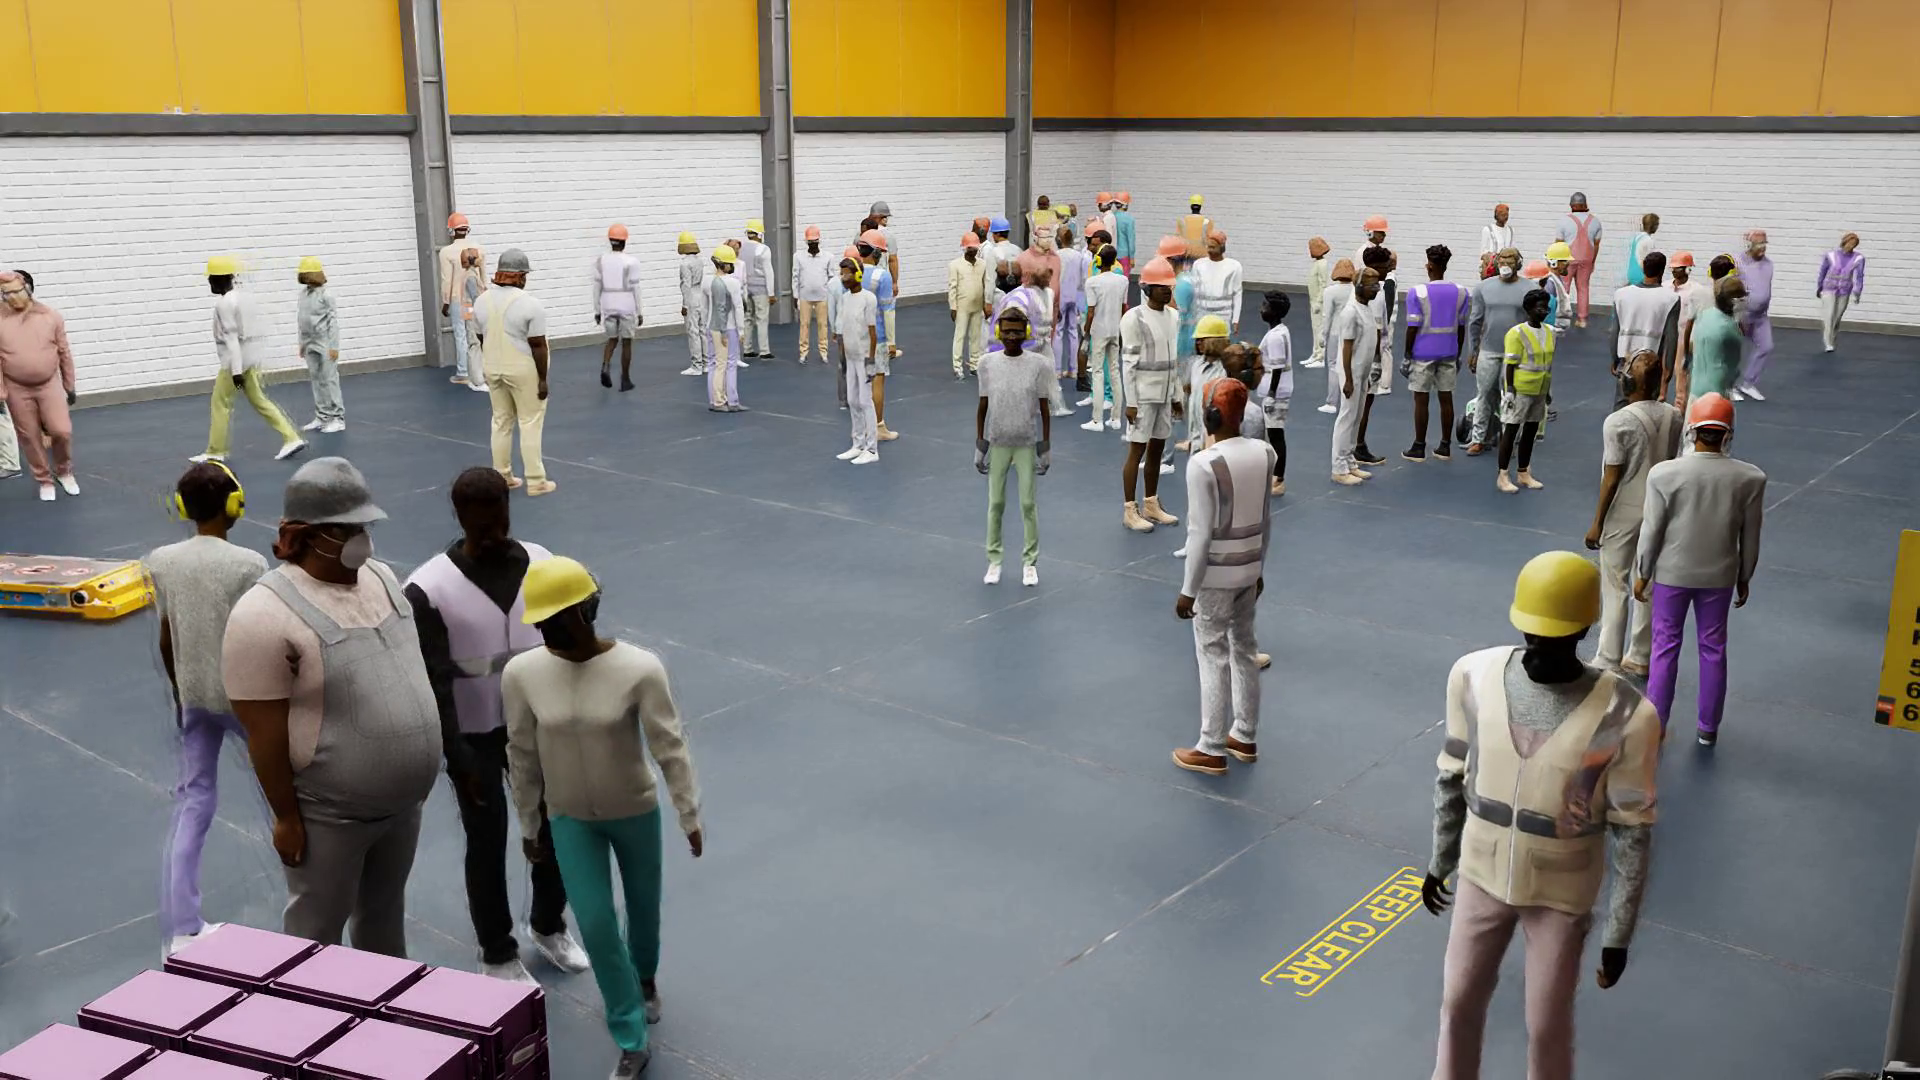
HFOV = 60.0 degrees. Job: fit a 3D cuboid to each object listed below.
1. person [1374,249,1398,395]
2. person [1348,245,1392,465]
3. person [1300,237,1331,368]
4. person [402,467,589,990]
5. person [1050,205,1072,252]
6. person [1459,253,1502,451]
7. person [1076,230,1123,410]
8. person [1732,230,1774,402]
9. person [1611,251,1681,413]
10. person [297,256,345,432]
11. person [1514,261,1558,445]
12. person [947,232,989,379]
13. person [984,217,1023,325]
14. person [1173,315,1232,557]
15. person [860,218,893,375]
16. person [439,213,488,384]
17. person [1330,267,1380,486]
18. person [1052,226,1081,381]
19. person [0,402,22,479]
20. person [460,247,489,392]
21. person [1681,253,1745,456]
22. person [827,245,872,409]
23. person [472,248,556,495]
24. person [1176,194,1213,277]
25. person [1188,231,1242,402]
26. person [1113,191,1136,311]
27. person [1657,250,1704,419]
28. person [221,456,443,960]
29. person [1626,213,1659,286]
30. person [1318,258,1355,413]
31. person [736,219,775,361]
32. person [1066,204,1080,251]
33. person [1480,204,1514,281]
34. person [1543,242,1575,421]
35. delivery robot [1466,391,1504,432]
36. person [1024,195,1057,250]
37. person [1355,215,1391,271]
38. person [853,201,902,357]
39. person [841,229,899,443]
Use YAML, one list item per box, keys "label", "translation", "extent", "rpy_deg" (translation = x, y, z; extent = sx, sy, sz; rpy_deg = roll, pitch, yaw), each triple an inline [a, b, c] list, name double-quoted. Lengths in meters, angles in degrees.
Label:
- label: "person"
  translation: [4.791, -2.466, 18.833]
  extent: [0.305, 1.643, 0.522]
  rpy_deg: [1, 14, 4]
- label: "person"
  translation: [3.665, -1.666, 14.980]
  extent: [0.362, 1.963, 0.613]
  rpy_deg: [-2, 14, -6]
- label: "person"
  translation: [4.491, -2.989, 20.945]
  extent: [0.279, 1.633, 0.497]
  rpy_deg: [1, 14, 2]
- label: "person"
  translation: [-1.594, 0.669, 5.772]
  extent: [0.468, 1.899, 0.595]
  rpy_deg: [13, 19, 43]
- label: "person"
  translation: [1.627, -4.492, 26.721]
  extent: [0.581, 1.733, 0.543]
  rpy_deg: [0, 14, 1]
- label: "person"
  translation: [4.964, -1.754, 15.579]
  extent: [0.390, 1.846, 0.564]
  rpy_deg: [9, 16, 31]
- label: "person"
  translation: [1.533, -2.360, 17.853]
  extent: [0.392, 1.919, 0.590]
  rpy_deg: [-8, 16, -28]
- label: "person"
  translation: [8.691, -2.447, 18.252]
  extent: [0.681, 1.887, 0.572]
  rpy_deg: [-5, 15, -19]
- label: "person"
  translation: [6.099, -1.610, 14.878]
  extent: [0.586, 1.913, 0.394]
  rpy_deg: [11, 18, 38]
- label: "person"
  translation: [-6.388, -1.942, 16.548]
  extent: [0.532, 1.740, 0.307]
  rpy_deg: [8, 16, 28]
- label: "person"
  translation: [5.457, -1.781, 15.880]
  extent: [0.347, 1.748, 0.565]
  rpy_deg: [12, 18, 40]
- label: "person"
  translation: [0.119, -2.818, 20.018]
  extent: [0.567, 1.749, 0.334]
  rpy_deg: [-9, 17, -33]
- label: "person"
  translation: [0.509, -2.885, 19.919]
  extent: [0.418, 1.938, 0.610]
  rpy_deg: [12, 19, 40]
- label: "person"
  translation: [1.726, -0.685, 11.513]
  extent: [0.315, 1.743, 0.487]
  rpy_deg: [-7, 16, -28]
- label: "person"
  translation: [-1.043, -2.958, 20.271]
  extent: [0.397, 1.911, 0.579]
  rpy_deg: [-7, 15, -24]
- label: "person"
  translation: [-5.850, -2.846, 19.639]
  extent: [0.375, 1.995, 0.610]
  rpy_deg: [11, 18, 38]
- label: "person"
  translation: [3.371, -1.393, 14.139]
  extent: [0.325, 1.843, 0.517]
  rpy_deg: [8, 16, 30]
- label: "person"
  translation: [1.248, -2.825, 19.887]
  extent: [0.511, 1.836, 0.357]
  rpy_deg: [-8, 16, -29]
- label: "person"
  translation: [-8.421, -1.398, 14.375]
  extent: [0.573, 1.738, 0.352]
  rpy_deg: [13, 19, 42]
- label: "person"
  translation: [-5.560, -2.522, 19.058]
  extent: [0.307, 1.645, 0.514]
  rpy_deg: [-6, 15, -23]
- label: "person"
  translation: [6.864, -1.667, 15.192]
  extent: [0.518, 1.866, 0.323]
  rpy_deg: [12, 18, 40]
- label: "person"
  translation: [-1.131, -2.268, 17.820]
  extent: [0.559, 1.752, 0.325]
  rpy_deg: [4, 15, 15]
- label: "person"
  translation: [-3.643, -1.398, 13.759]
  extent: [0.684, 2.000, 0.536]
  rpy_deg: [6, 15, 24]
- label: "person"
  translation: [3.744, -4.551, 26.616]
  extent: [0.589, 1.918, 0.403]
  rpy_deg: [3, 14, 11]
- label: "person"
  translation: [2.789, -2.434, 18.218]
  extent: [0.574, 1.884, 0.357]
  rpy_deg: [6, 15, 24]
- label: "person"
  translation: [2.509, -4.457, 26.074]
  extent: [0.390, 1.995, 0.613]
  rpy_deg: [-13, 19, -42]
- label: "person"
  translation: [7.382, -2.112, 17.195]
  extent: [0.327, 1.752, 0.563]
  rpy_deg: [-9, 17, -32]
- label: "person"
  translation: [-1.877, 0.741, 5.215]
  extent: [0.536, 2.000, 0.676]
  rpy_deg: [5, 15, 19]
- label: "person"
  translation: [9.390, -3.568, 22.860]
  extent: [0.414, 1.826, 0.516]
  rpy_deg: [0, 14, 1]
- label: "person"
  translation: [4.041, -2.161, 17.635]
  extent: [0.500, 1.633, 0.279]
  rpy_deg: [-5, 15, -20]
- label: "person"
  translation: [-2.645, -3.236, 21.555]
  extent: [0.595, 1.824, 0.403]
  rpy_deg: [10, 17, 34]
- label: "person"
  translation: [1.988, -5.171, 29.677]
  extent: [0.315, 1.630, 0.516]
  rpy_deg: [1, 14, 5]
- label: "person"
  translation: [7.803, -3.933, 24.210]
  extent: [0.574, 1.882, 0.358]
  rpy_deg: [-7, 16, -26]
- label: "person"
  translation: [6.109, -2.157, 17.215]
  extent: [0.403, 1.830, 0.598]
  rpy_deg: [6, 15, 23]
- label: "delivery robot"
  translation: [5.157, -1.278, 16.103]
  extent: [0.477, 0.478, 0.707]
  rpy_deg: [9, 16, 31]
- label: "person"
  translation: [1.411, -4.976, 28.500]
  extent: [0.628, 1.833, 0.429]
  rpy_deg: [1, 14, 4]
- label: "person"
  translation: [4.764, -2.766, 19.320]
  extent: [0.396, 1.993, 0.617]
  rpy_deg: [9, 17, 33]
- label: "person"
  translation: [-1.039, -3.436, 21.905]
  extent: [0.688, 2.000, 0.536]
  rpy_deg: [11, 18, 37]
- label: "person"
  translation: [-0.848, -1.962, 16.021]
  extent: [0.615, 2.035, 0.394]
  rpy_deg: [10, 17, 36]
